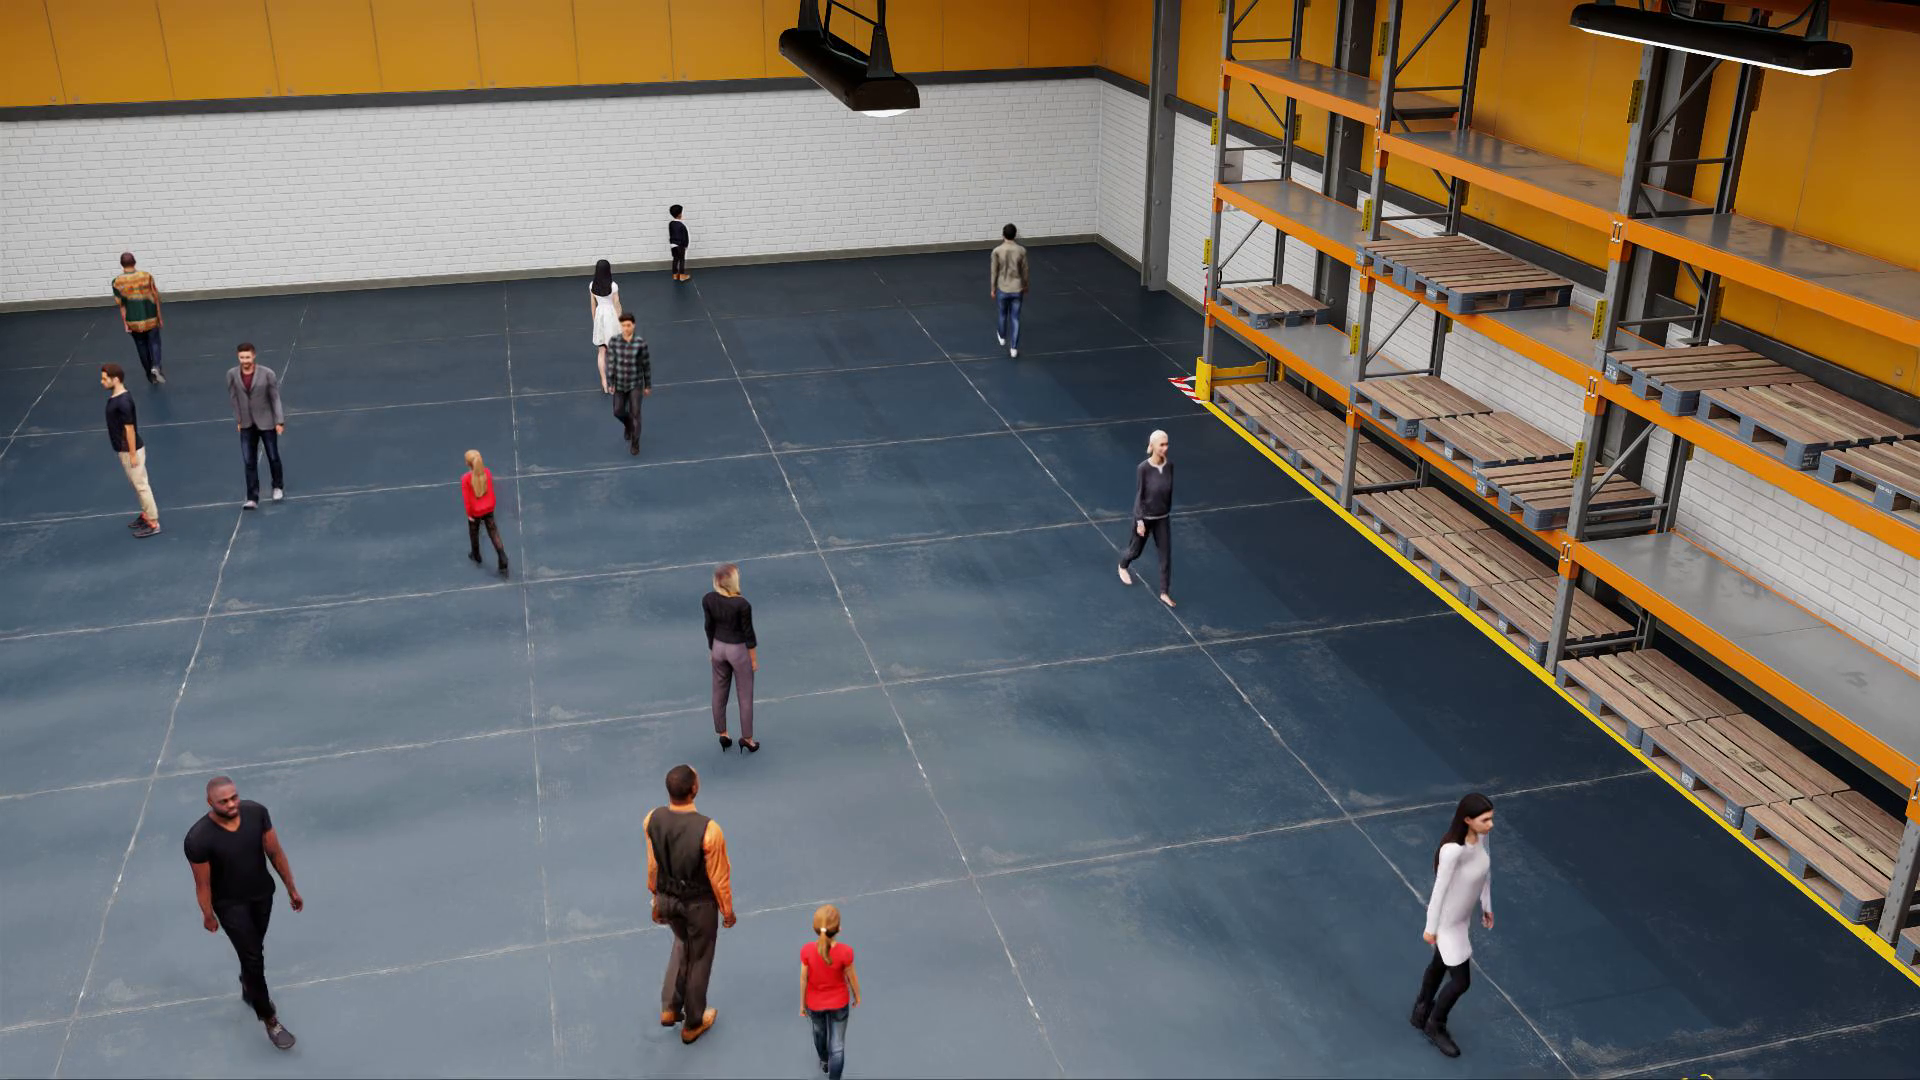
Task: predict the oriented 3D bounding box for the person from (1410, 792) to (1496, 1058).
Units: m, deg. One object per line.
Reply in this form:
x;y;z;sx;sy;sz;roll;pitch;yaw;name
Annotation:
2.929;2.272;10.157;0.783;1.792;0.742;19;30;37;person

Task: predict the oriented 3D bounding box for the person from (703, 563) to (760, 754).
-1.833;0.953;13.326;0.674;1.672;0.701;9;25;19;person

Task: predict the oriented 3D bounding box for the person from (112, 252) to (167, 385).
-10.802;-2.898;21.982;0.802;1.795;0.995;-12;26;-25;person

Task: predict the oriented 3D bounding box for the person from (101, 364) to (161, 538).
-8.712;-0.964;17.484;0.779;1.853;0.605;-16;28;-32;person

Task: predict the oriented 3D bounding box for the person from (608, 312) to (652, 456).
-3.921;-1.888;19.658;0.814;1.705;0.885;1;24;2;person

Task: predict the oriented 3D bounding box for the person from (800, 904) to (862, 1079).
-0.779;2.744;9.701;0.638;1.292;0.782;2;24;4;person

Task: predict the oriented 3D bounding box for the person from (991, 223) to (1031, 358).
0.713;-3.444;23.203;0.898;1.817;1.206;0;24;-1;person

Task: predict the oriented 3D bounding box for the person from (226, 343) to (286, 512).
-7.677;-1.289;18.243;0.772;1.841;1.014;-3;24;-8;person

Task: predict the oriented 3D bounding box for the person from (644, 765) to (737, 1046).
-1.686;2.257;10.061;0.859;1.897;0.913;10;26;23;person

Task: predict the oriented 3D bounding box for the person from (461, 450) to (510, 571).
-4.767;-0.286;16.673;0.700;1.261;0.956;-16;28;-32;person

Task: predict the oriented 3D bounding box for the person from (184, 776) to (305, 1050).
-4.487;2.206;10.310;1.118;1.791;1.028;15;28;31;person

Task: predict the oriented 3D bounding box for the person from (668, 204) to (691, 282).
-4.620;-4.869;27.207;0.572;1.220;0.640;15;28;31;person

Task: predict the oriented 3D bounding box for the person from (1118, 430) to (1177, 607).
1.802;-0.254;16.058;0.697;1.695;1.094;-9;25;-21;person

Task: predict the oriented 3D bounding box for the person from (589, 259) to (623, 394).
-4.607;-2.798;21.781;0.768;1.772;0.795;6;24;14;person
